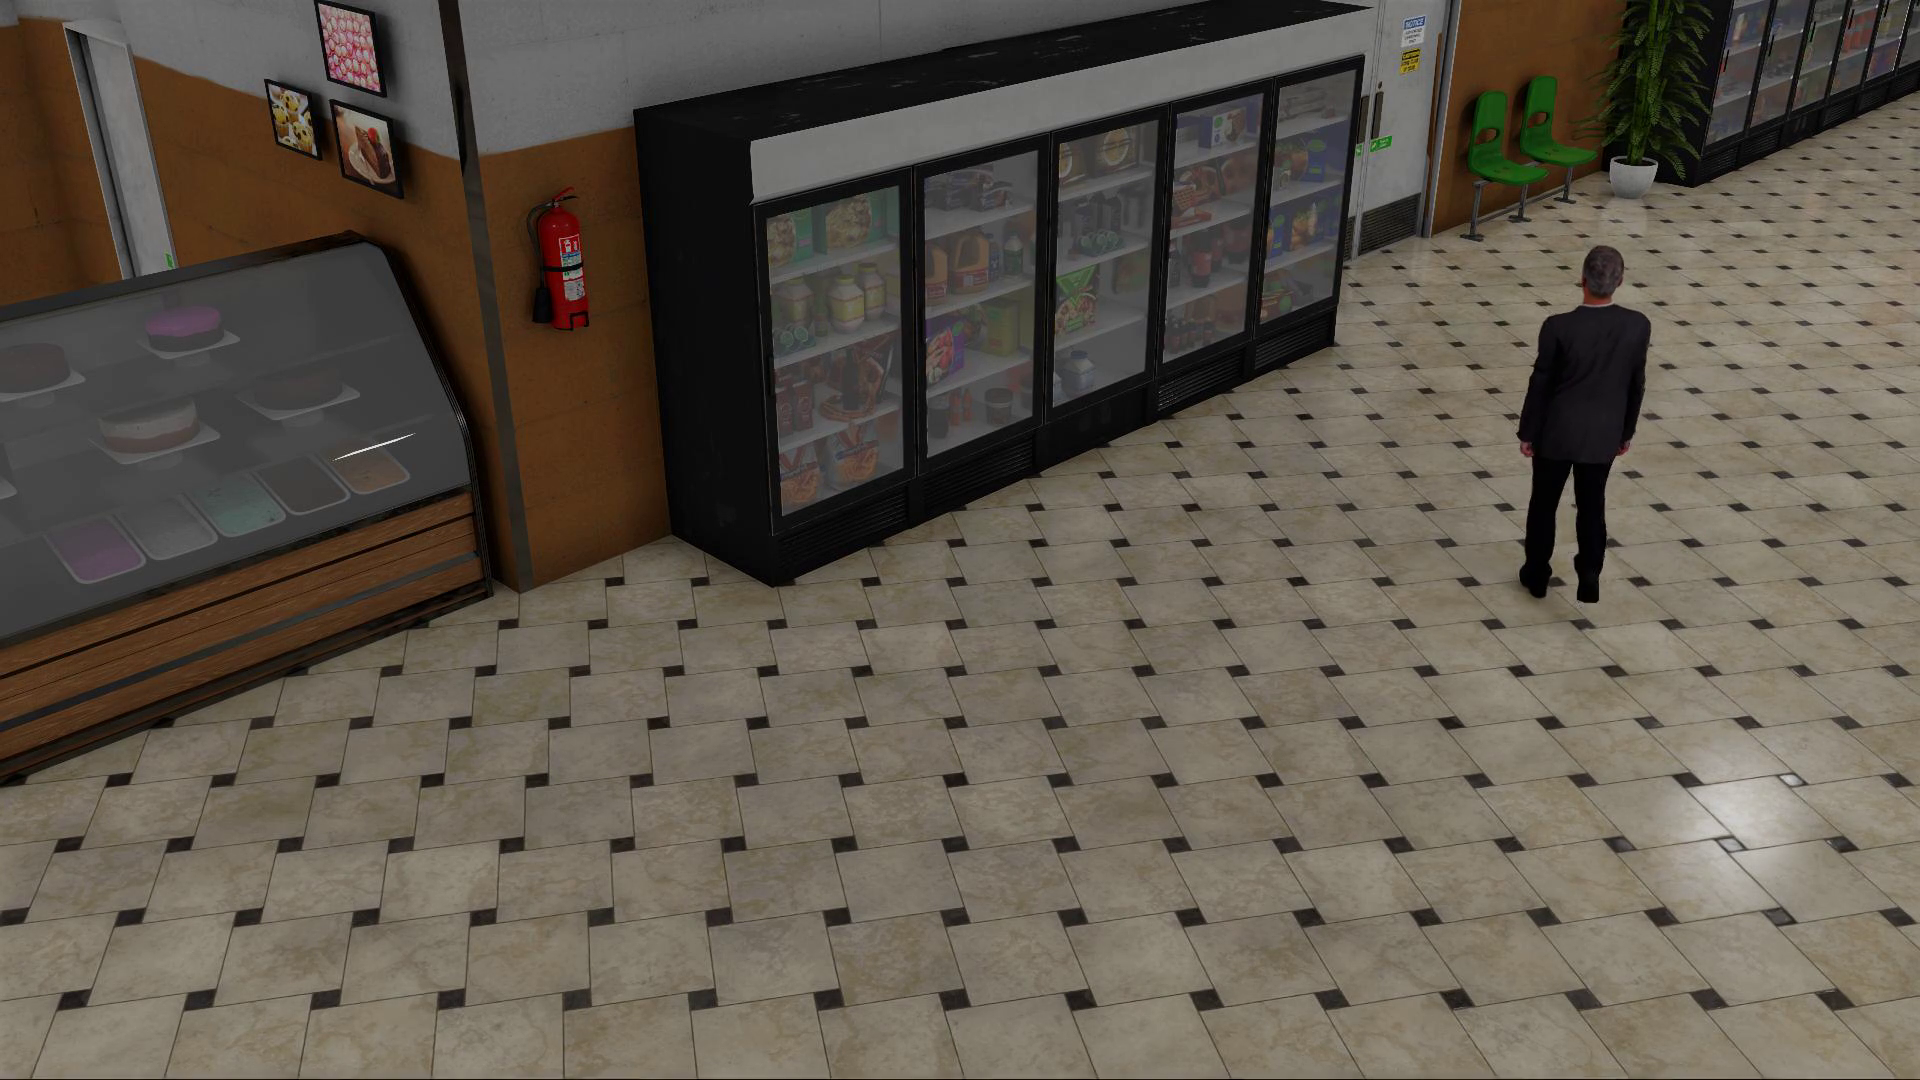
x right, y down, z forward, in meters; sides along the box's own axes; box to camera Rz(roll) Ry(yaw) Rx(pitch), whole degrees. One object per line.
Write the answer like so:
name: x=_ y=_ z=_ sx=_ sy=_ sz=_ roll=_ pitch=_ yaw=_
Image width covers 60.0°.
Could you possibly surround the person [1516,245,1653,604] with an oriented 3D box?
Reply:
person: x=2.988 y=-0.489 z=7.975 sx=0.990 sy=1.825 sz=1.045 roll=2 pitch=27 yaw=3
